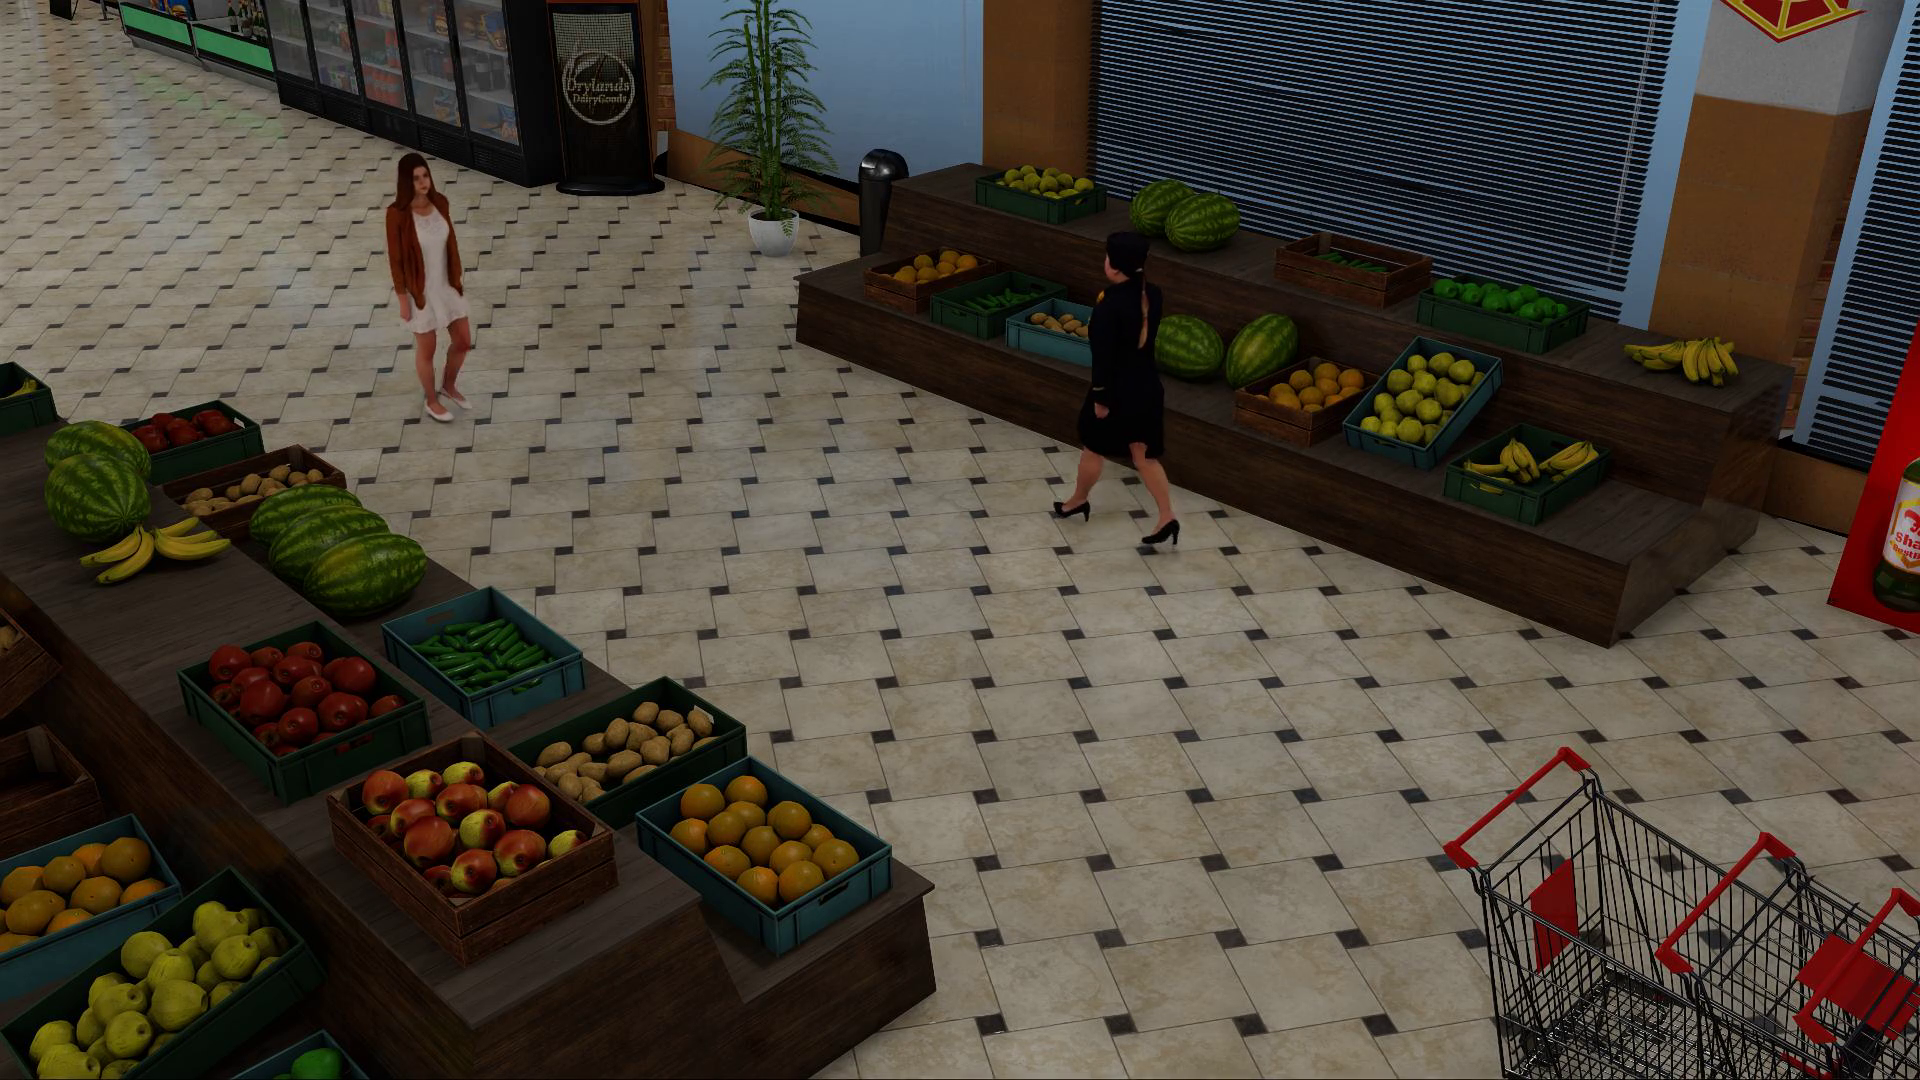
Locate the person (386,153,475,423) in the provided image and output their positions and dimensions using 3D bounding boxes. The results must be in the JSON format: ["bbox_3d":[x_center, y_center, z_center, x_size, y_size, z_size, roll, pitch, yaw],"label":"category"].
[{"bbox_3d":[-3.261,-1.533,10.093,0.648,1.694,0.651,21,33,35],"label":"person"}]

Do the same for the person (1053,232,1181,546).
[{"bbox_3d":[0.908,-0.710,8.538,0.694,1.632,1.029,-24,35,-39],"label":"person"}]
